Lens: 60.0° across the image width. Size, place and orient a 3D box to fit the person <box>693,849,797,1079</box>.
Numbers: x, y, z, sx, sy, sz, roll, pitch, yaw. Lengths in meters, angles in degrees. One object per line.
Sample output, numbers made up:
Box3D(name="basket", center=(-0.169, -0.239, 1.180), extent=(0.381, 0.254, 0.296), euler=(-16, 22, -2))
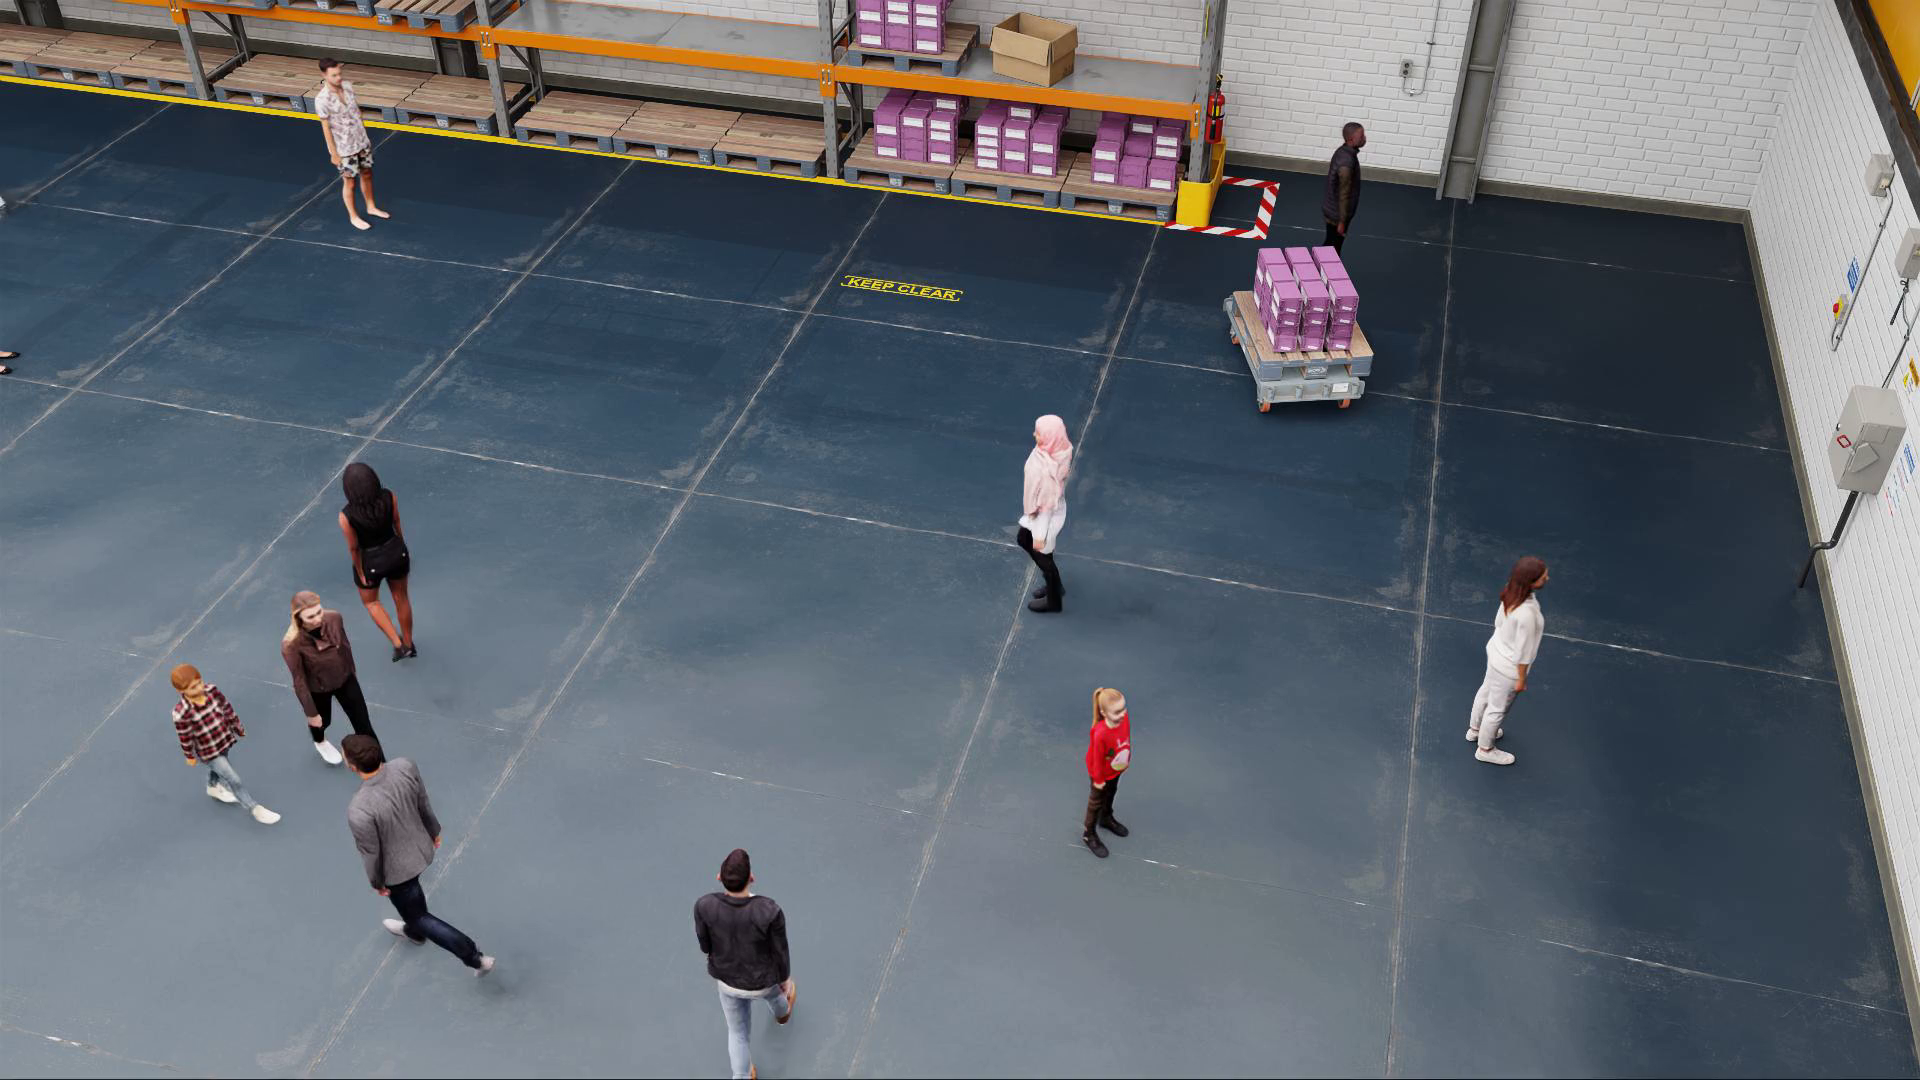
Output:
Box3D(name="person", center=(-1.160, 2.418, 8.956), extent=(1.034, 1.806, 0.867), euler=(3, 39, 3))

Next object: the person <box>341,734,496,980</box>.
Box3D(name="person", center=(-3.148, 1.865, 9.623), extent=(1.197, 1.838, 0.793), euler=(14, 41, 17))

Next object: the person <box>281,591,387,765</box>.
Box3D(name="person", center=(-4.195, 0.955, 10.910), extent=(1.203, 1.653, 0.939), euler=(27, 46, 29))

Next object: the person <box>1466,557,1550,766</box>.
Box3D(name="person", center=(3.657, 0.786, 11.093), extent=(0.635, 1.688, 0.658), euler=(-1, 39, -2))

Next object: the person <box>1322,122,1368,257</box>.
Box3D(name="person", center=(3.619, -3.127, 15.876), extent=(0.581, 1.835, 0.707), euler=(6, 39, 7))

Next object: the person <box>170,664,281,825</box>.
Box3D(name="person", center=(-4.893, 1.291, 10.795), extent=(0.905, 1.272, 0.614), euler=(14, 41, 17))

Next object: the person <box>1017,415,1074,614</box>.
Box3D(name="person", center=(0.735, -0.162, 12.198), extent=(0.672, 1.792, 0.700), euler=(3, 39, 4))

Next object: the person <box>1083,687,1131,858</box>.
Box3D(name="person", center=(0.939, 1.447, 10.592), extent=(0.605, 1.281, 0.571), euler=(27, 46, 30))

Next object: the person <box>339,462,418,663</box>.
Box3D(name="person", center=(-4.053, 0.205, 11.791), extent=(0.766, 1.726, 0.836), euler=(-31, 48, -33))

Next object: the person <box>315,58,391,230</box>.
Box3D(name="person", center=(-6.317, -4.107, 17.123), extent=(0.647, 1.810, 0.720), euler=(18, 42, 21))
